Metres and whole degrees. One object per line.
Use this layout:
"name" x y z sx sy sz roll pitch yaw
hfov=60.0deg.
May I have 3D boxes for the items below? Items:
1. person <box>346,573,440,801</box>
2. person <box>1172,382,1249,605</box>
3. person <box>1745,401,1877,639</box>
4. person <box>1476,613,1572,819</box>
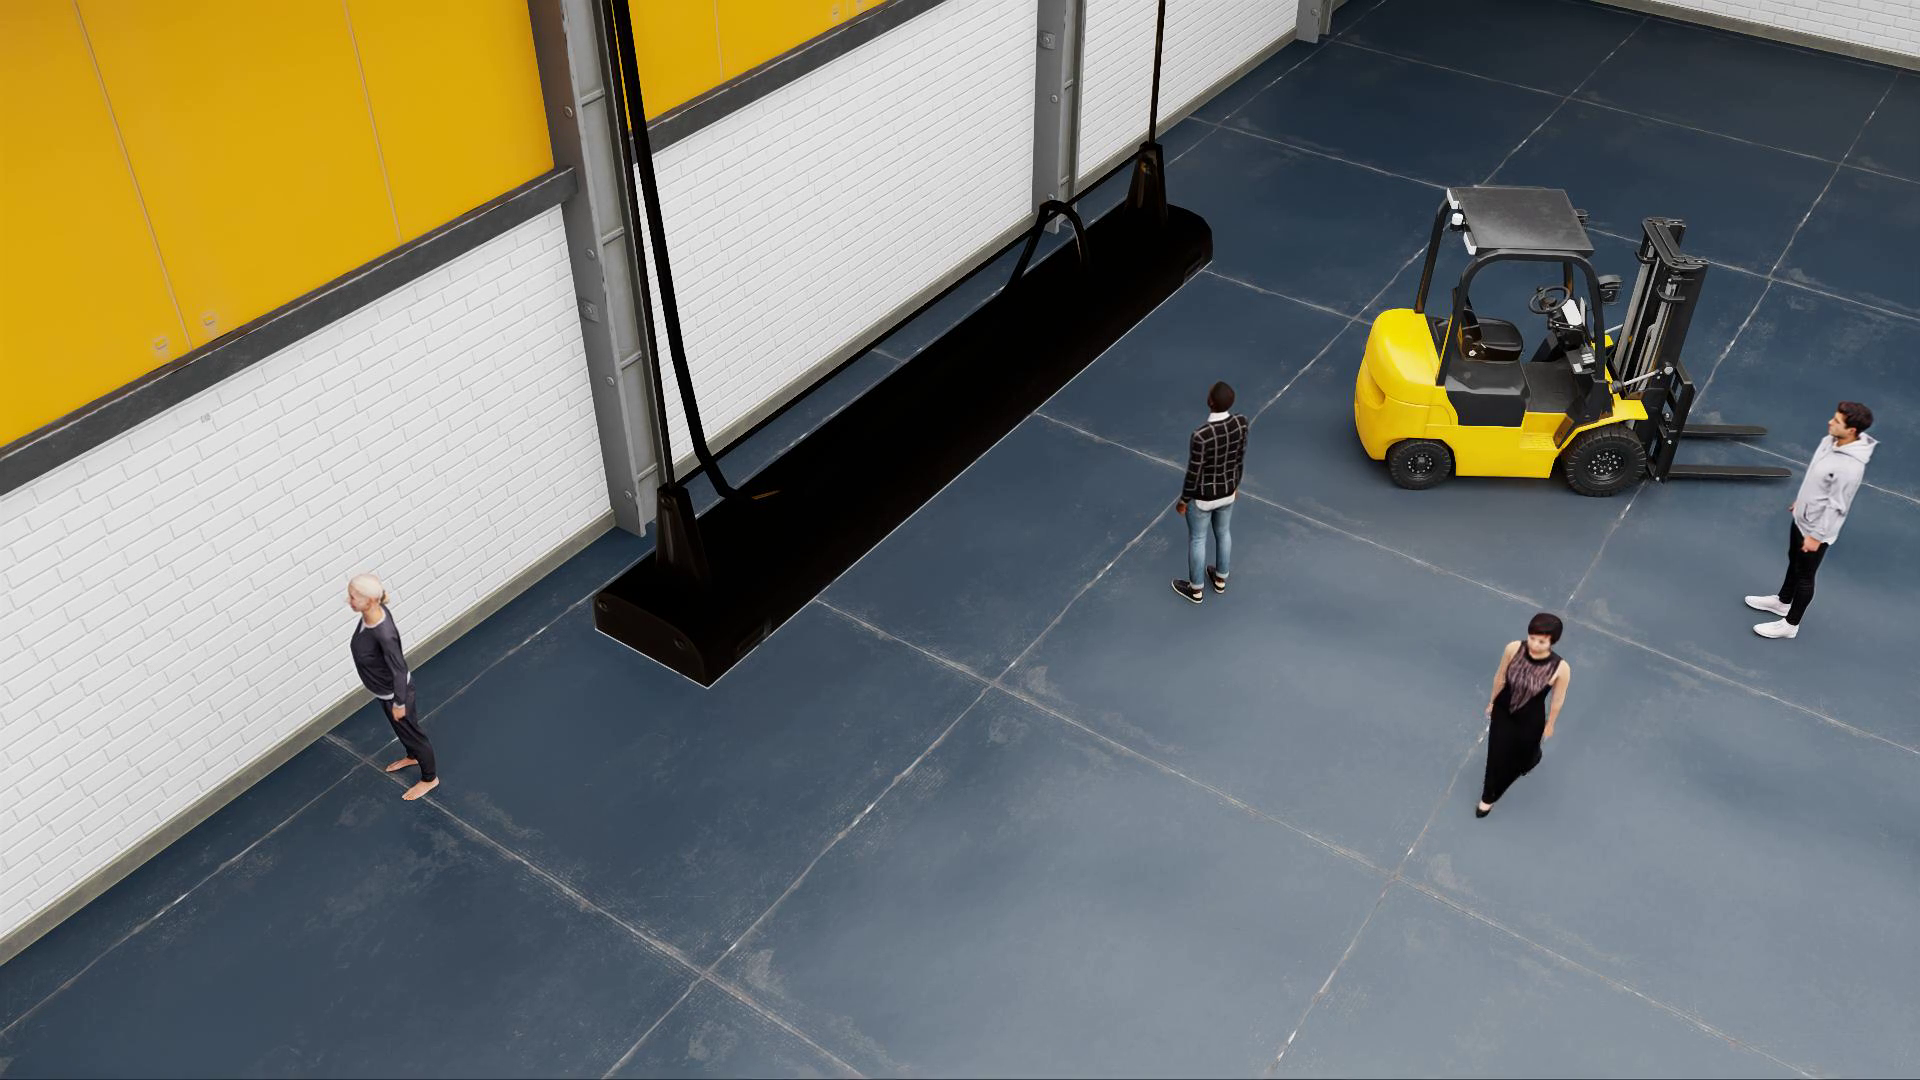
"person" -3.558 0.883 10.403 0.641 1.727 0.666 -23 44 -26
"person" 1.803 -0.339 11.858 0.667 1.820 0.804 -18 42 -21
"person" 5.949 -0.144 11.527 0.823 1.929 0.674 6 39 8
"person" 3.501 1.052 10.301 0.612 1.589 0.805 28 46 30
